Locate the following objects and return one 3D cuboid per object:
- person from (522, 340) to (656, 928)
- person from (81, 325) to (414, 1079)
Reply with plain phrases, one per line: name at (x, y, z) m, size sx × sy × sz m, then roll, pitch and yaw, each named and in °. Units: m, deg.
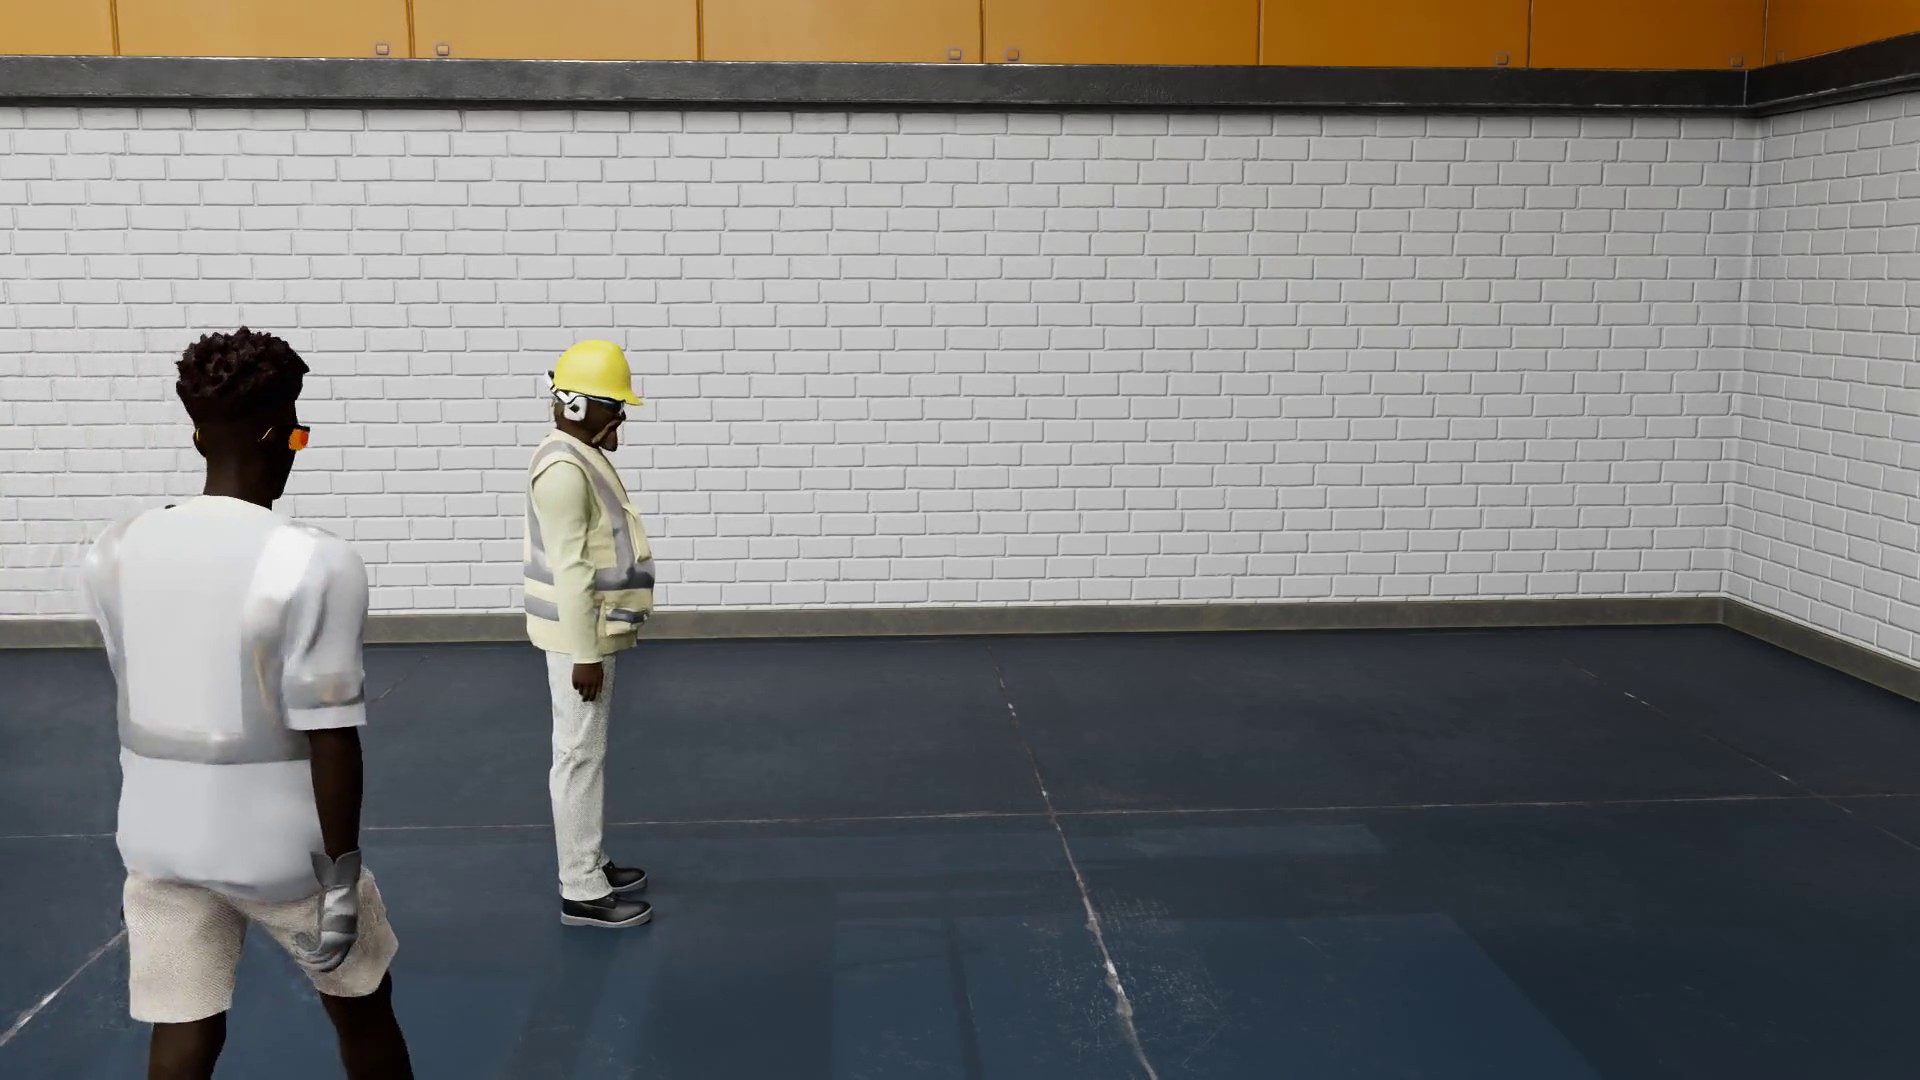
person at (-1.158, 0.288, 5.234) m, size 0.403 × 1.822 × 0.588 m, roll -2°, pitch 9°, yaw -11°
person at (-1.342, 0.546, 3.299) m, size 0.611 × 1.918 × 0.958 m, roll 2°, pitch 9°, yaw 12°
